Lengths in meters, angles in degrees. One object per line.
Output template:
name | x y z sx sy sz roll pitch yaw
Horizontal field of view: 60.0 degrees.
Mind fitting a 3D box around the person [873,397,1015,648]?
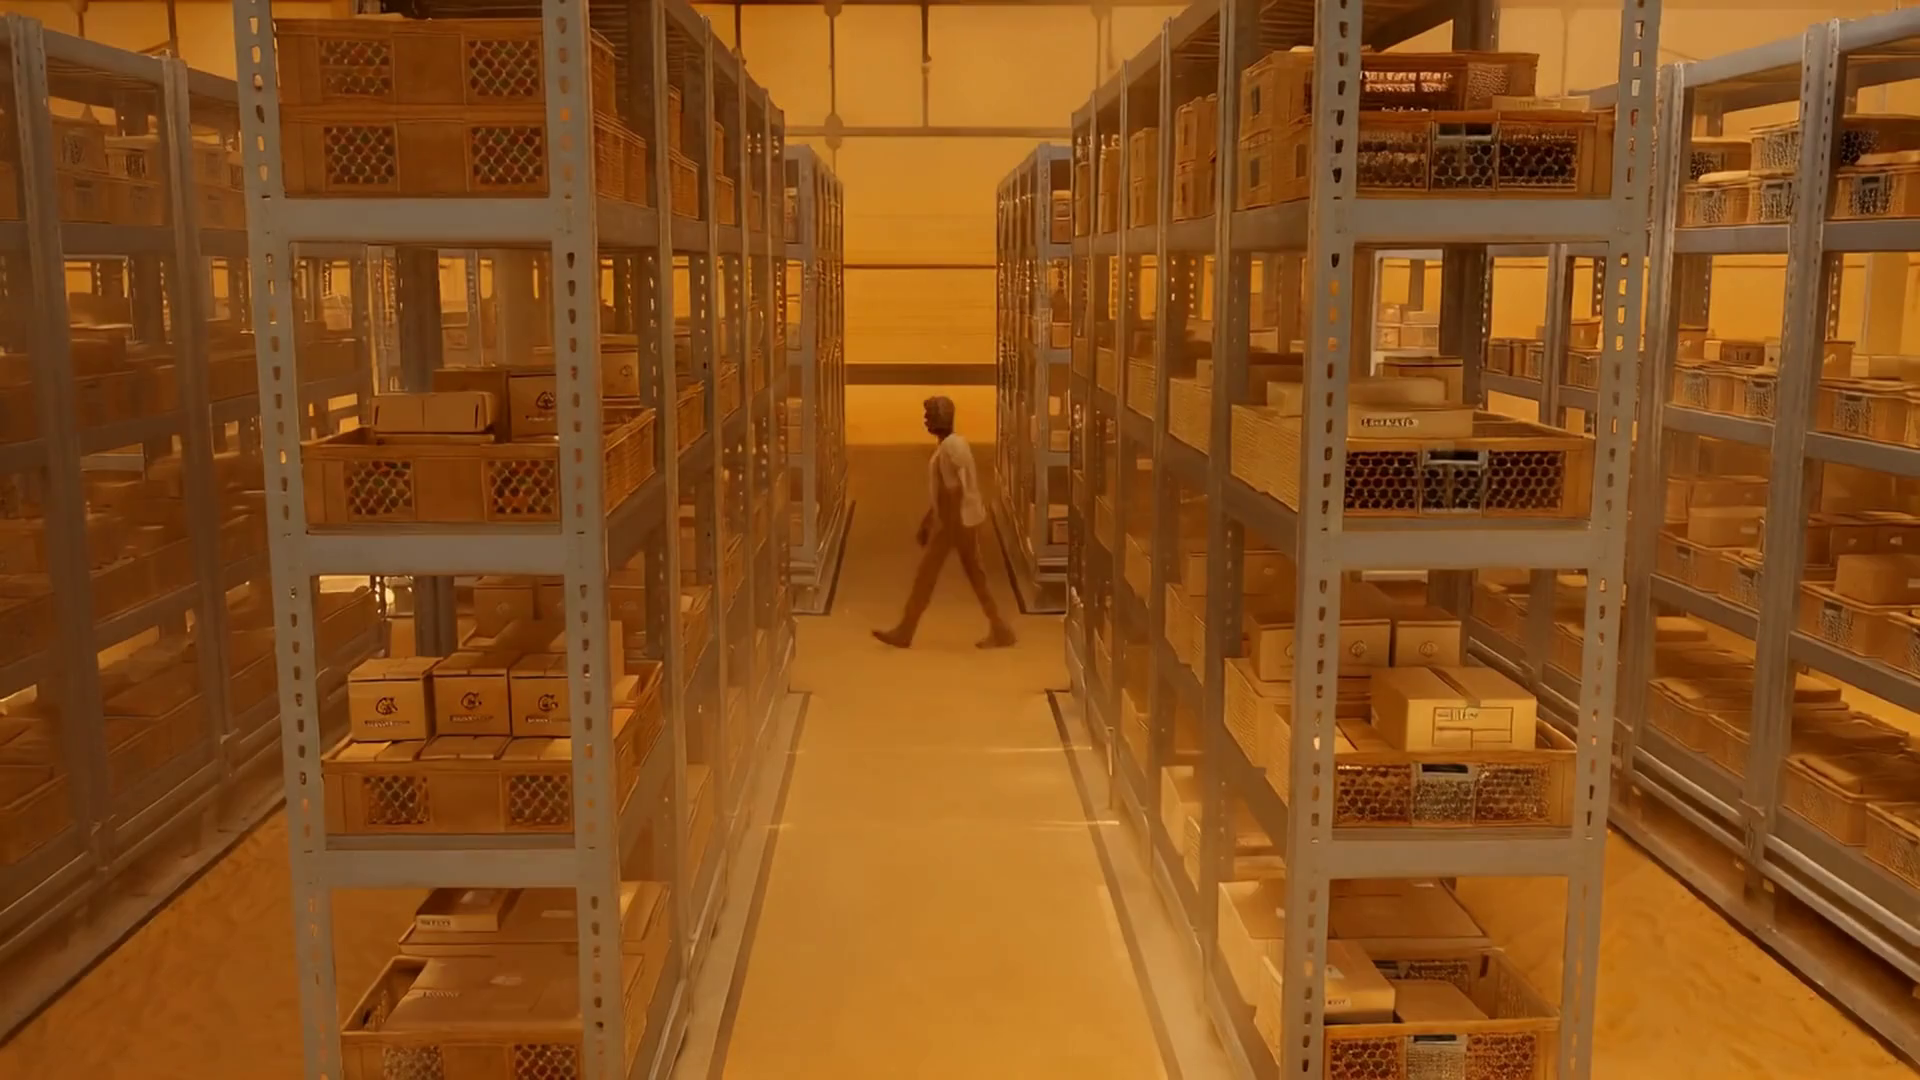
person | -0.080 -0.107 11.624 0.998 1.788 0.574 2 10 14
